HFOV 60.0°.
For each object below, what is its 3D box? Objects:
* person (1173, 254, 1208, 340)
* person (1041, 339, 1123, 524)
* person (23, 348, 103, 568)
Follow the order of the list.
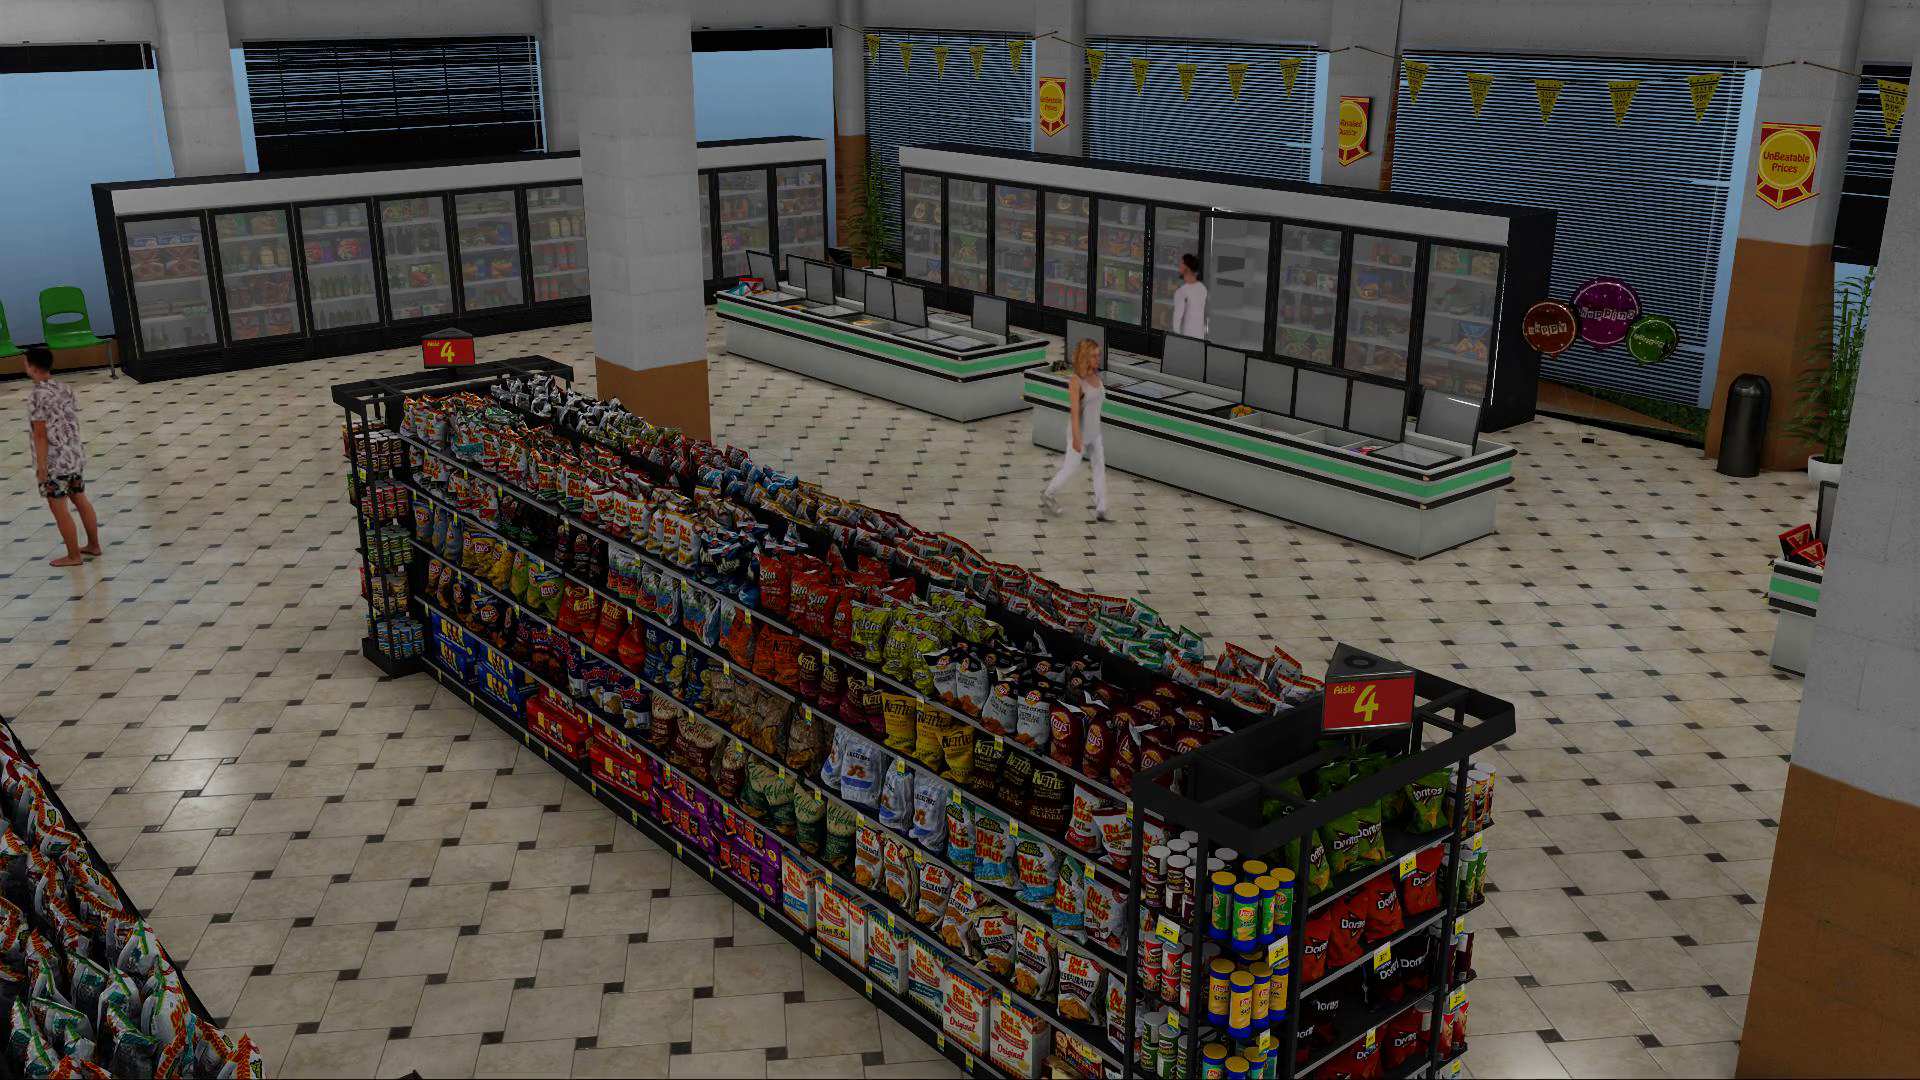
[{"bbox_3d":[2.541,-2.177,18.074,0.667,1.828,0.588,-15,24,-38],"label":"person"},{"bbox_3d":[1.028,-0.962,14.775,1.111,1.634,0.732,15,24,38],"label":"person"},{"bbox_3d":[-7.409,-0.694,13.699,0.793,1.815,0.746,3,19,9],"label":"person"}]
